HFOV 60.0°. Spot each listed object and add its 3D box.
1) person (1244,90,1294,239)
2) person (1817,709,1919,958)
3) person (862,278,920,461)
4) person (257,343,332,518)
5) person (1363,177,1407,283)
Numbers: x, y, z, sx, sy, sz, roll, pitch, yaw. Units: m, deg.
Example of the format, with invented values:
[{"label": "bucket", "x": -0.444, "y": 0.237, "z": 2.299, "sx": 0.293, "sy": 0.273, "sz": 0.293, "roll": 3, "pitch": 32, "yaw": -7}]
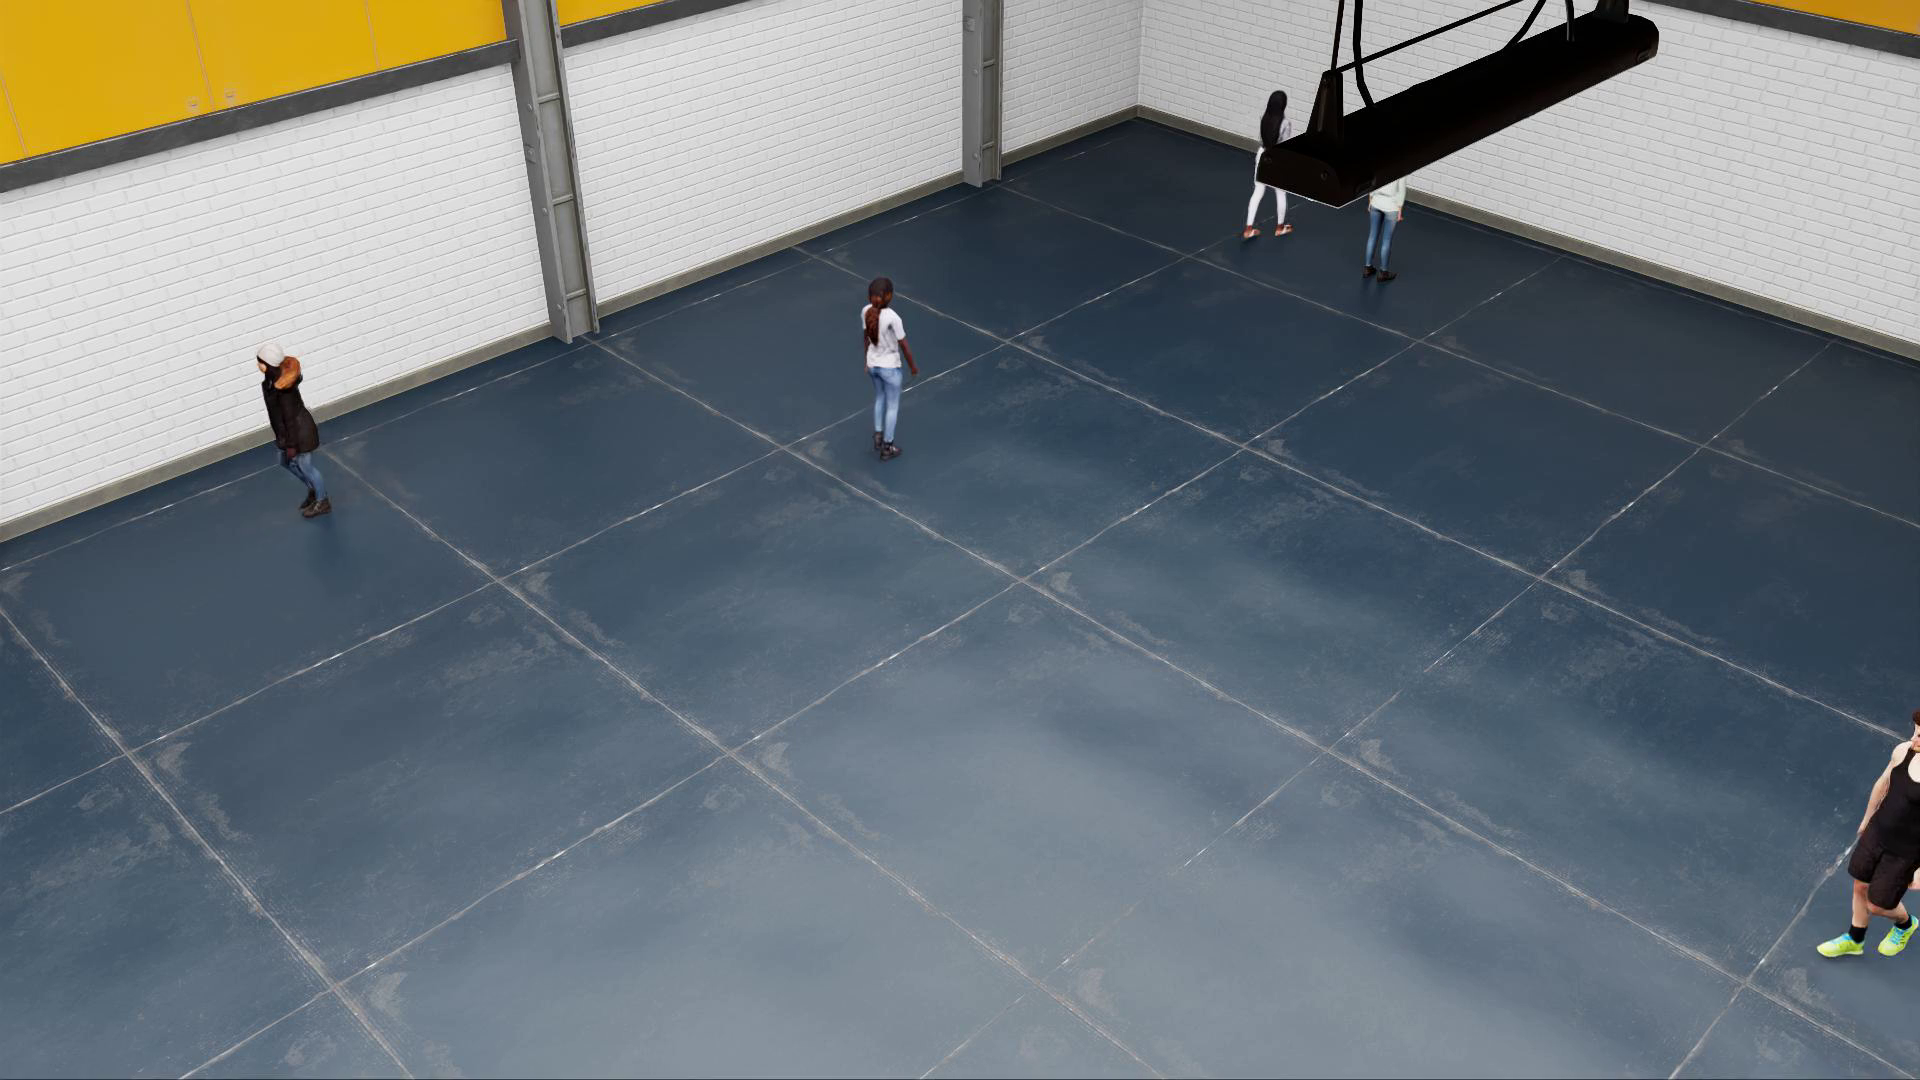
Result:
[{"label": "person", "x": 3.471, "y": -4.229, "z": 18.777, "sx": 0.853, "sy": 1.715, "sz": 0.600, "roll": -27, "pitch": 42, "yaw": -35}, {"label": "person", "x": 5.519, "y": 1.738, "z": 9.652, "sx": 0.952, "sy": 1.879, "sz": 0.887, "roll": -8, "pitch": 34, "yaw": -12}, {"label": "person", "x": -0.669, "y": -1.494, "z": 14.661, "sx": 0.619, "sy": 1.716, "sz": 0.642, "roll": 25, "pitch": 41, "yaw": 32}, {"label": "person", "x": -5.477, "y": -0.928, "z": 13.892, "sx": 0.611, "sy": 1.625, "sz": 0.651, "roll": -22, "pitch": 40, "yaw": -30}, {"label": "person", "x": 4.579, "y": -3.597, "z": 17.891, "sx": 0.556, "sy": 1.644, "sz": 0.480, "roll": 29, "pitch": 43, "yaw": 36}]
